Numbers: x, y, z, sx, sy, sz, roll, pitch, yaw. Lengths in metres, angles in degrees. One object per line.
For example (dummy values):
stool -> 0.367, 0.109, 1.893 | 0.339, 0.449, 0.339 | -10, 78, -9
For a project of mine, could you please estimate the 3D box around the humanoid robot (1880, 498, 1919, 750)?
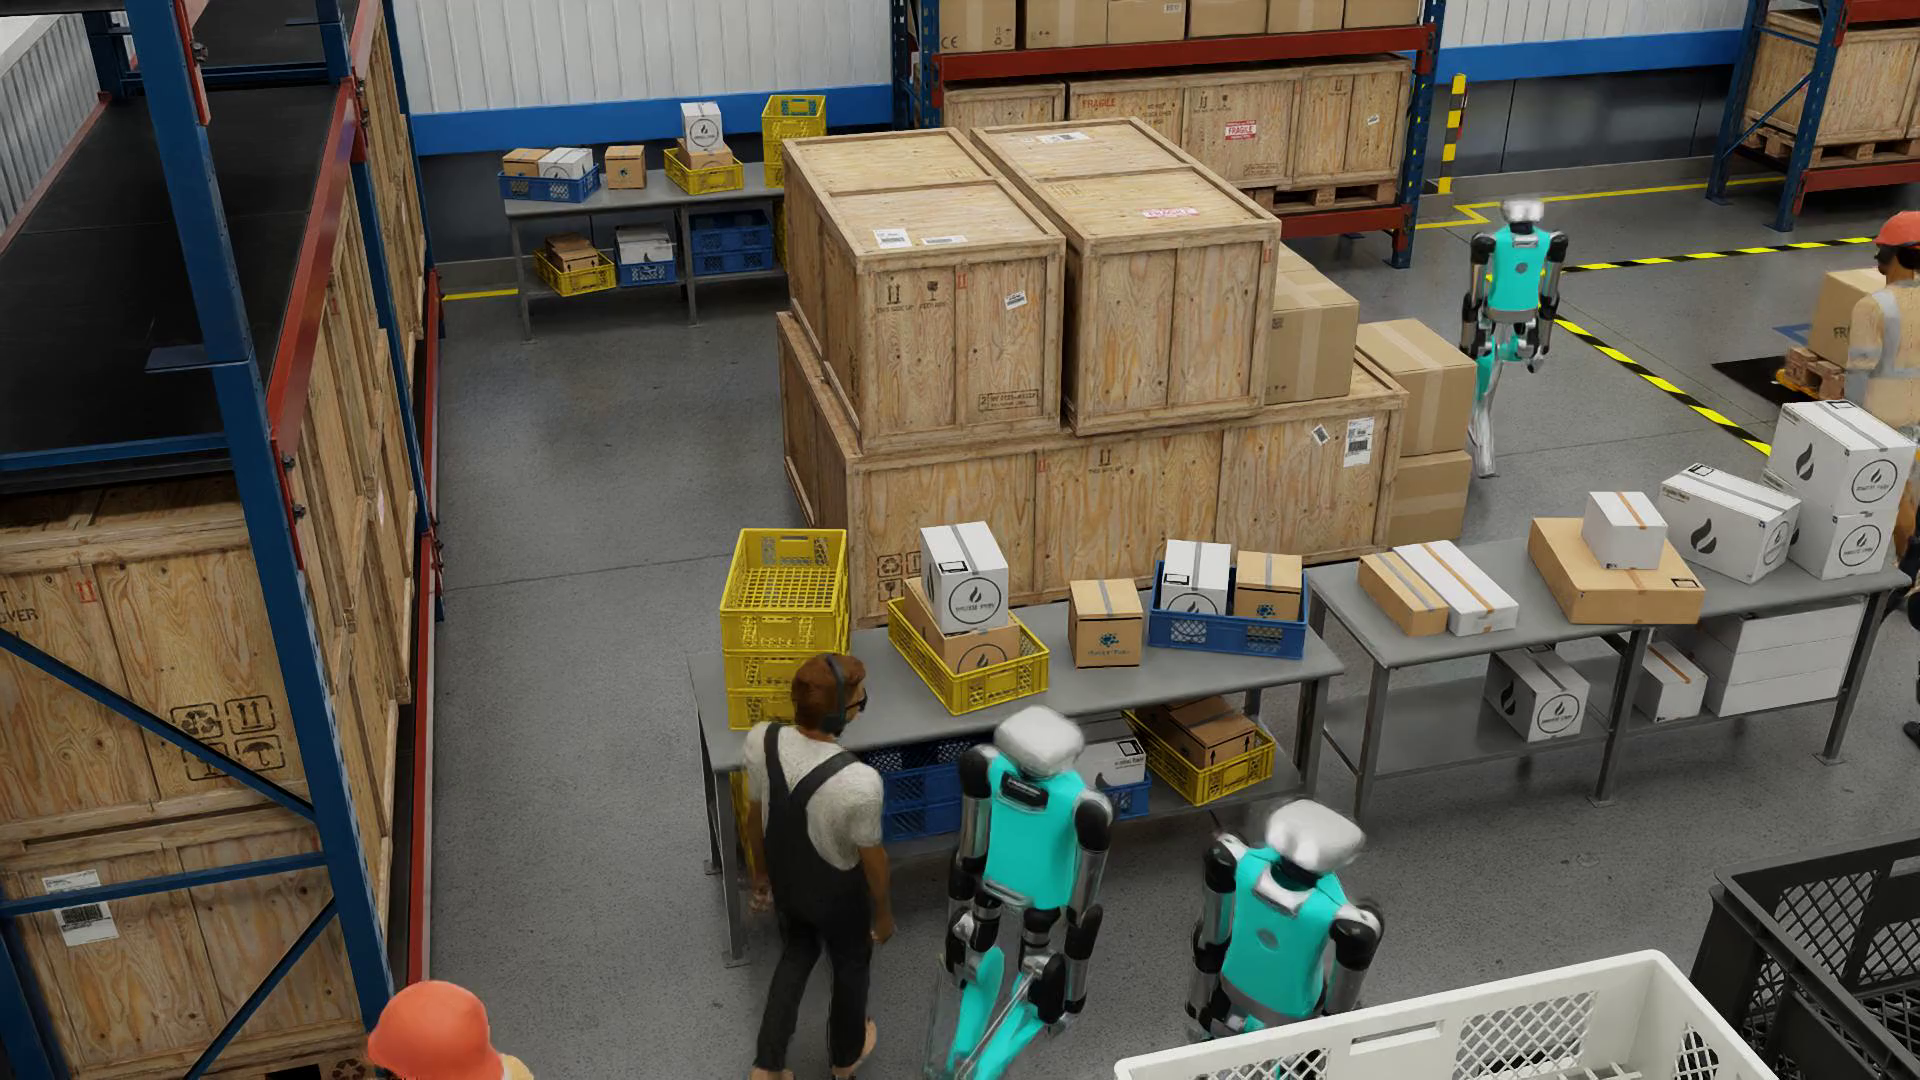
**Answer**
humanoid robot -> 4.382, 0.243, 7.227 | 0.609, 1.645, 0.384 | 2, 29, 4

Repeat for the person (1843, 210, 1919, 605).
person -> 4.728, -0.680, 8.579 | 0.650, 1.976, 1.074 | -9, 30, -16

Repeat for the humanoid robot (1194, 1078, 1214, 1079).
humanoid robot -> 0.420, 1.938, 4.182 | 0.643, 1.644, 0.638 | -15, 32, -25

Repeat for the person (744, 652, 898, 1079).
person -> -0.434, 1.131, 5.455 | 0.527, 1.819, 0.502 | 15, 32, 25

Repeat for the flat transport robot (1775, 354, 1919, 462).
flat transport robot -> 6.011, -0.874, 10.674 | 0.652, 0.197, 1.431 | -7, 30, -13

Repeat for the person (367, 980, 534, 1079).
person -> -1.320, 1.830, 4.103 | 0.711, 1.915, 0.432 | -13, 31, -22

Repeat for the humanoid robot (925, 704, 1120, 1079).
humanoid robot -> 0.040, 1.427, 5.056 | 0.530, 1.755, 0.999 | 19, 34, 31

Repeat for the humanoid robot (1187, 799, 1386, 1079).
humanoid robot -> 1.033, 1.431, 5.052 | 0.608, 1.783, 0.897 | 22, 36, 34

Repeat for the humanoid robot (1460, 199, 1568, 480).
humanoid robot -> 3.162, -1.217, 9.807 | 0.558, 1.735, 1.030 | 1, 29, 2
